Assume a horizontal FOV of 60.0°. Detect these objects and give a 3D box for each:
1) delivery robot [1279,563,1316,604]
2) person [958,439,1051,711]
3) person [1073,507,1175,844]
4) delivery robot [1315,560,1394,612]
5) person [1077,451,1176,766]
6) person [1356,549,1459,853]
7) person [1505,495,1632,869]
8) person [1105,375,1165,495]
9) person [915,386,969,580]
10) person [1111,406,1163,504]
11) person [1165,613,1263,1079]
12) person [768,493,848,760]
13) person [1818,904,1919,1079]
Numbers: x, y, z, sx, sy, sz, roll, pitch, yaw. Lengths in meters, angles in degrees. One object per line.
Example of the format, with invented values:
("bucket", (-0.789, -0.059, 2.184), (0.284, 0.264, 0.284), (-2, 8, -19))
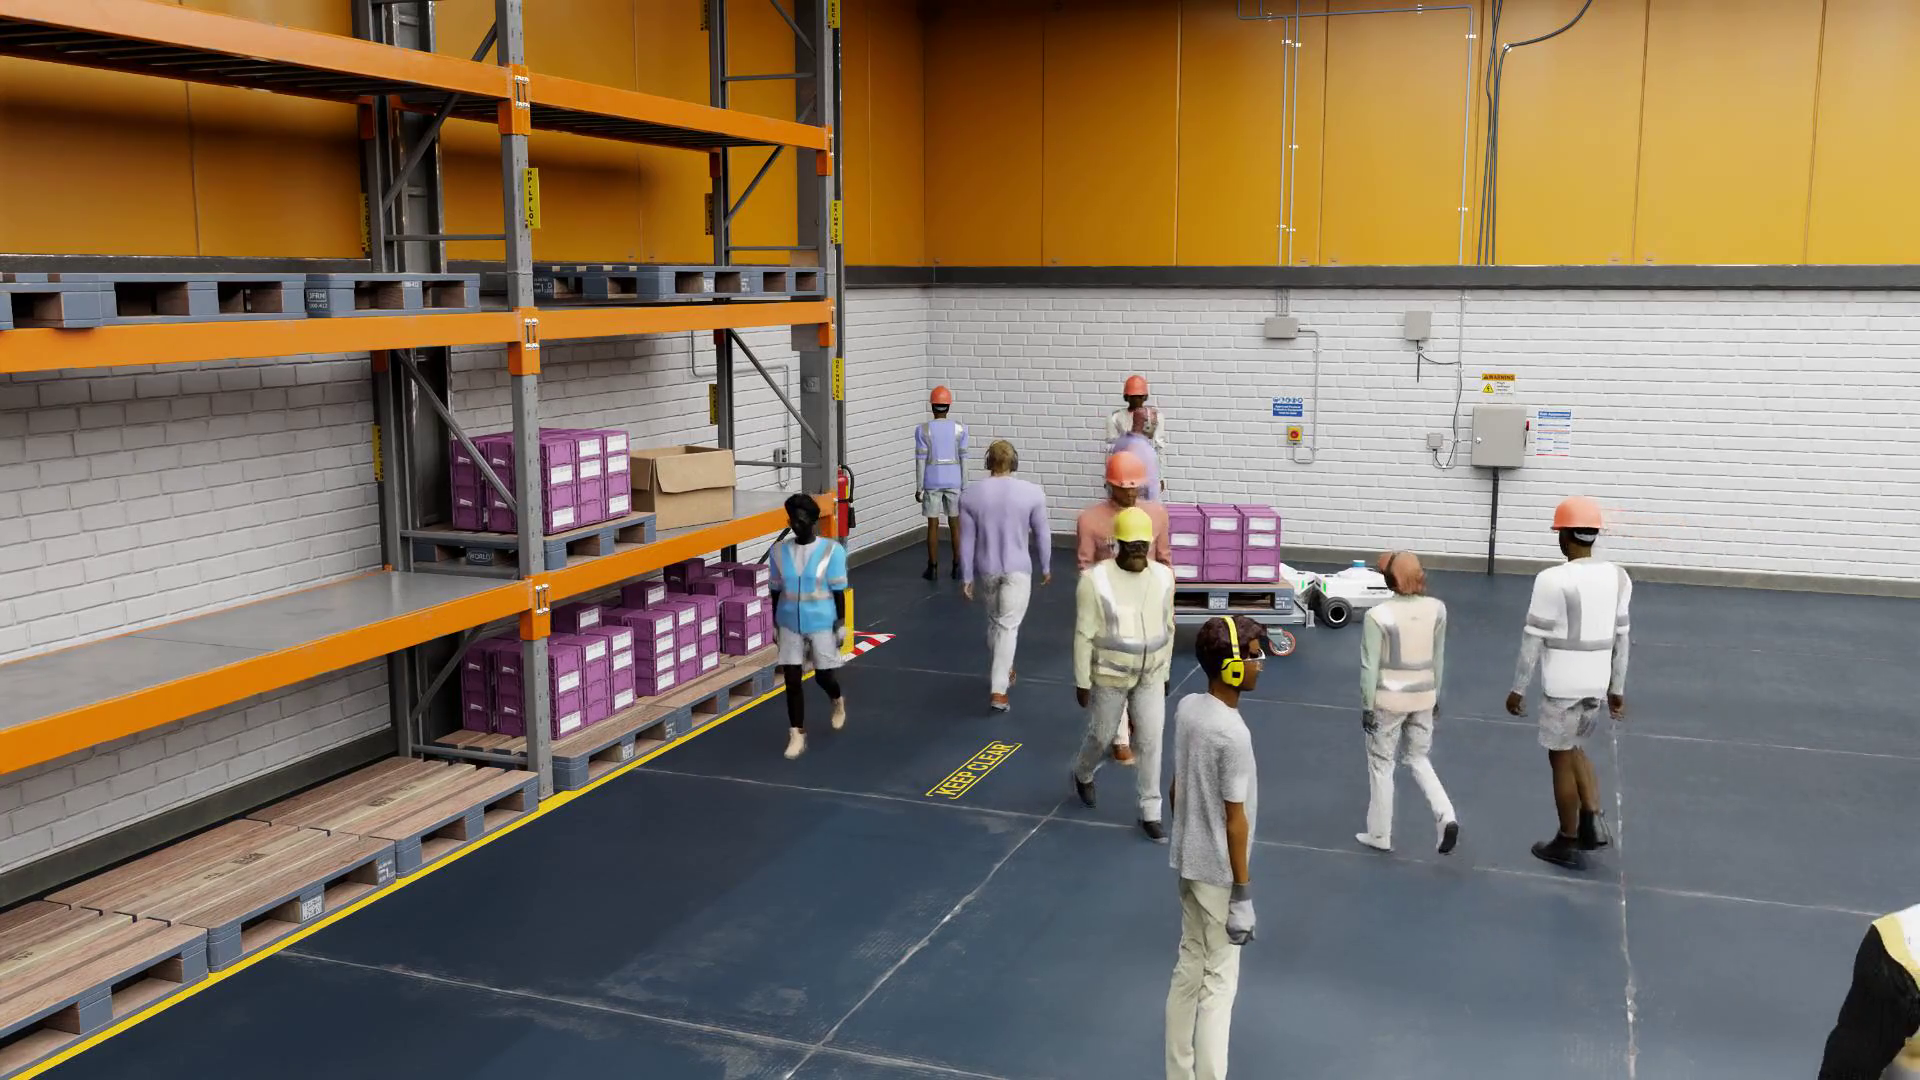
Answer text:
("delivery robot", (2.771, 0.374, 14.726), (0.707, 0.478, 0.477), (5, 10, 31))
("person", (0.301, 0.235, 11.782), (0.642, 1.889, 1.038), (3, 9, 16))
("person", (0.884, 0.693, 9.132), (0.602, 1.806, 0.838), (-3, 10, -19))
("delivery robot", (3.463, 0.418, 14.450), (0.707, 0.478, 0.477), (0, 9, -1))
("person", (1.026, 0.413, 10.364), (0.641, 1.968, 0.566), (-2, 9, -12))
("person", (2.326, 0.861, 8.613), (0.527, 1.622, 0.536), (-3, 10, -20))
("person", (3.129, 0.730, 8.542), (0.553, 1.917, 0.418), (-4, 10, -26))
("person", (1.785, -0.667, 16.958), (0.611, 2.030, 0.410), (0, 9, -1))
("person", (-0.188, -0.564, 16.574), (0.543, 1.940, 0.361), (-2, 9, -11))
("person", (1.621, -0.244, 14.767), (0.612, 1.885, 0.652), (-2, 9, -12))
("person", (0.906, 1.177, 5.860), (0.331, 1.872, 0.513), (-3, 9, -16))
("person", (-0.952, 0.519, 10.577), (0.538, 1.674, 0.606), (2, 9, 15))
("person", (2.416, 1.469, 4.179), (0.659, 1.819, 0.703), (-1, 9, -8))
